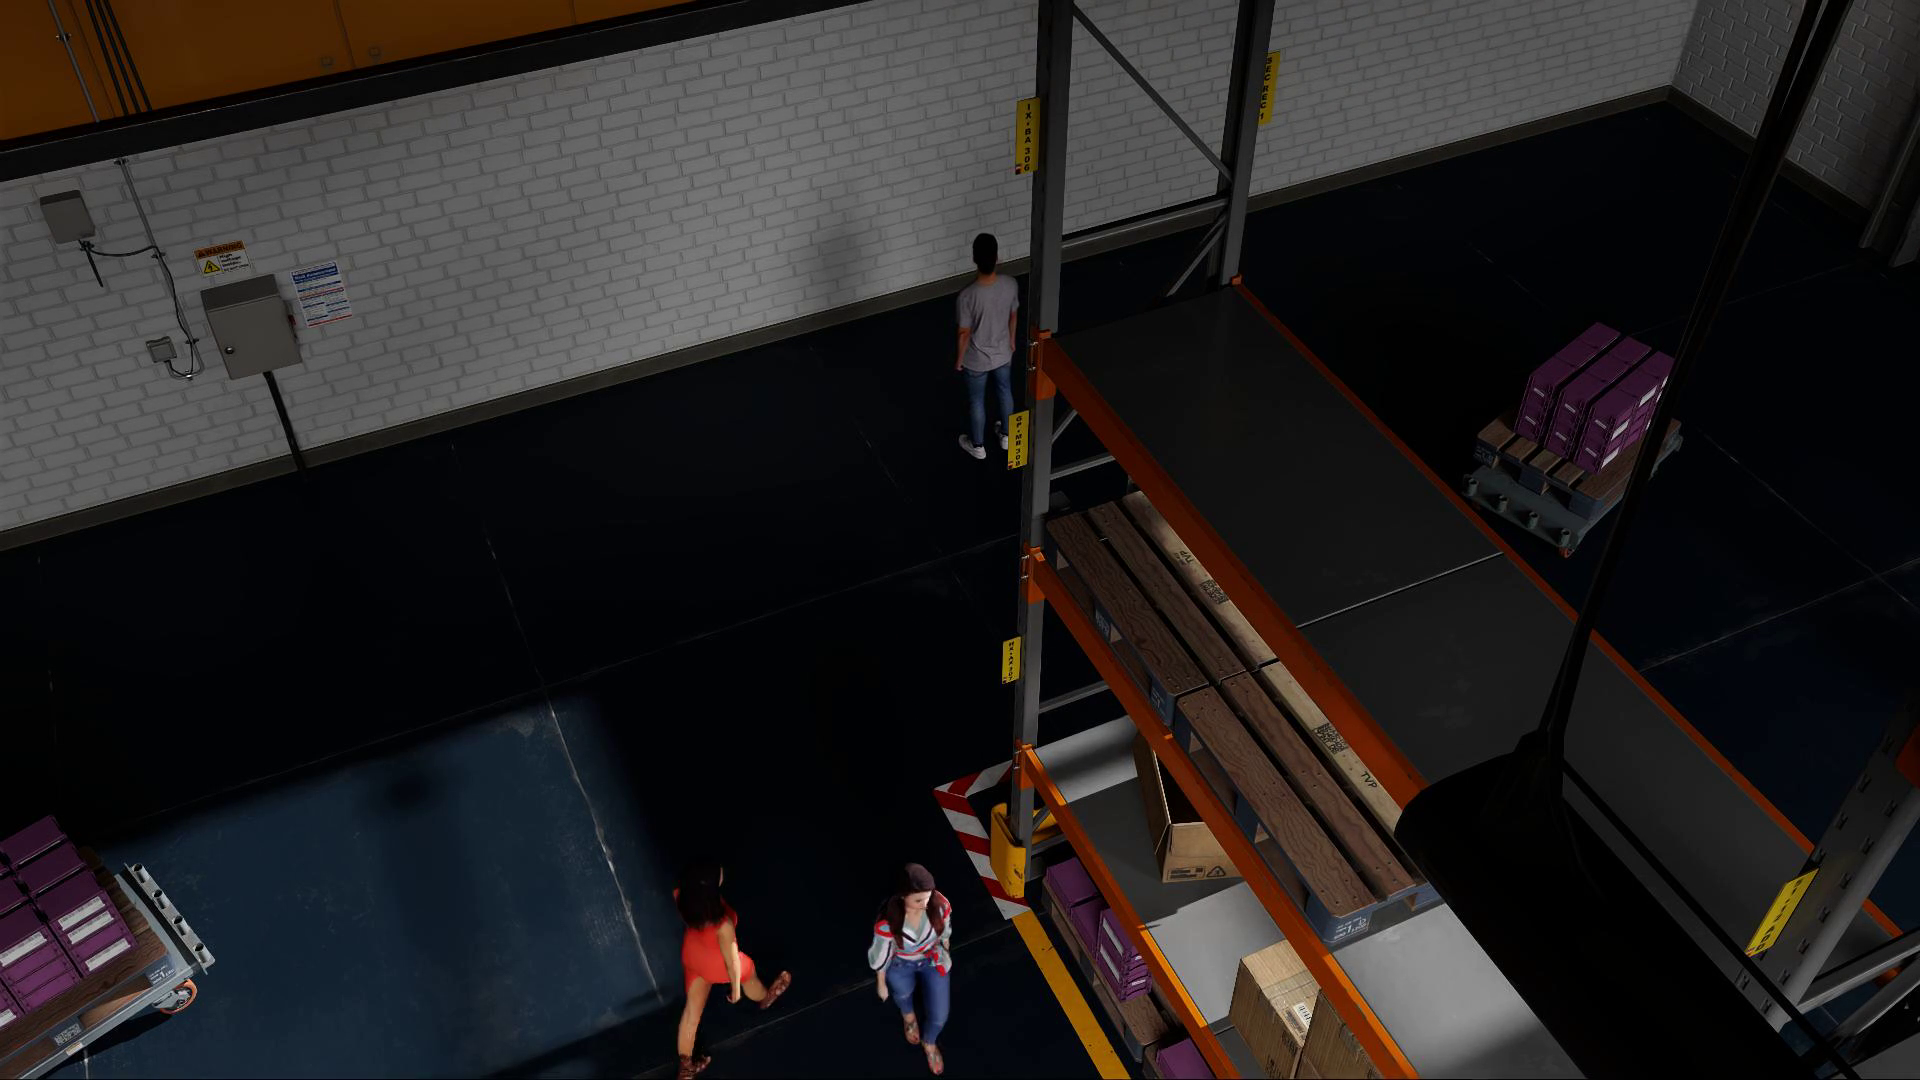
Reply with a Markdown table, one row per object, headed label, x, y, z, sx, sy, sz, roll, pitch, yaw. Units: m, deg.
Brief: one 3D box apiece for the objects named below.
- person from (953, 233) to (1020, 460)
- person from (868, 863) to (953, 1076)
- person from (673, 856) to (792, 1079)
| label | x | y | z | sx | sy | sz | roll | pitch | yaw |
| --- | --- | --- | --- | --- | --- | --- | --- | --- | --- |
| person | 0.197 | -1.423 | 12.331 | 0.684 | 1.885 | 0.563 | -21 | 47 | -21 |
| person | -0.269 | 2.143 | 8.797 | 0.676 | 1.596 | 0.737 | -10 | 45 | -11 |
| person | -1.343 | 2.246 | 8.633 | 1.130 | 1.673 | 1.060 | 24 | 49 | 23 |
